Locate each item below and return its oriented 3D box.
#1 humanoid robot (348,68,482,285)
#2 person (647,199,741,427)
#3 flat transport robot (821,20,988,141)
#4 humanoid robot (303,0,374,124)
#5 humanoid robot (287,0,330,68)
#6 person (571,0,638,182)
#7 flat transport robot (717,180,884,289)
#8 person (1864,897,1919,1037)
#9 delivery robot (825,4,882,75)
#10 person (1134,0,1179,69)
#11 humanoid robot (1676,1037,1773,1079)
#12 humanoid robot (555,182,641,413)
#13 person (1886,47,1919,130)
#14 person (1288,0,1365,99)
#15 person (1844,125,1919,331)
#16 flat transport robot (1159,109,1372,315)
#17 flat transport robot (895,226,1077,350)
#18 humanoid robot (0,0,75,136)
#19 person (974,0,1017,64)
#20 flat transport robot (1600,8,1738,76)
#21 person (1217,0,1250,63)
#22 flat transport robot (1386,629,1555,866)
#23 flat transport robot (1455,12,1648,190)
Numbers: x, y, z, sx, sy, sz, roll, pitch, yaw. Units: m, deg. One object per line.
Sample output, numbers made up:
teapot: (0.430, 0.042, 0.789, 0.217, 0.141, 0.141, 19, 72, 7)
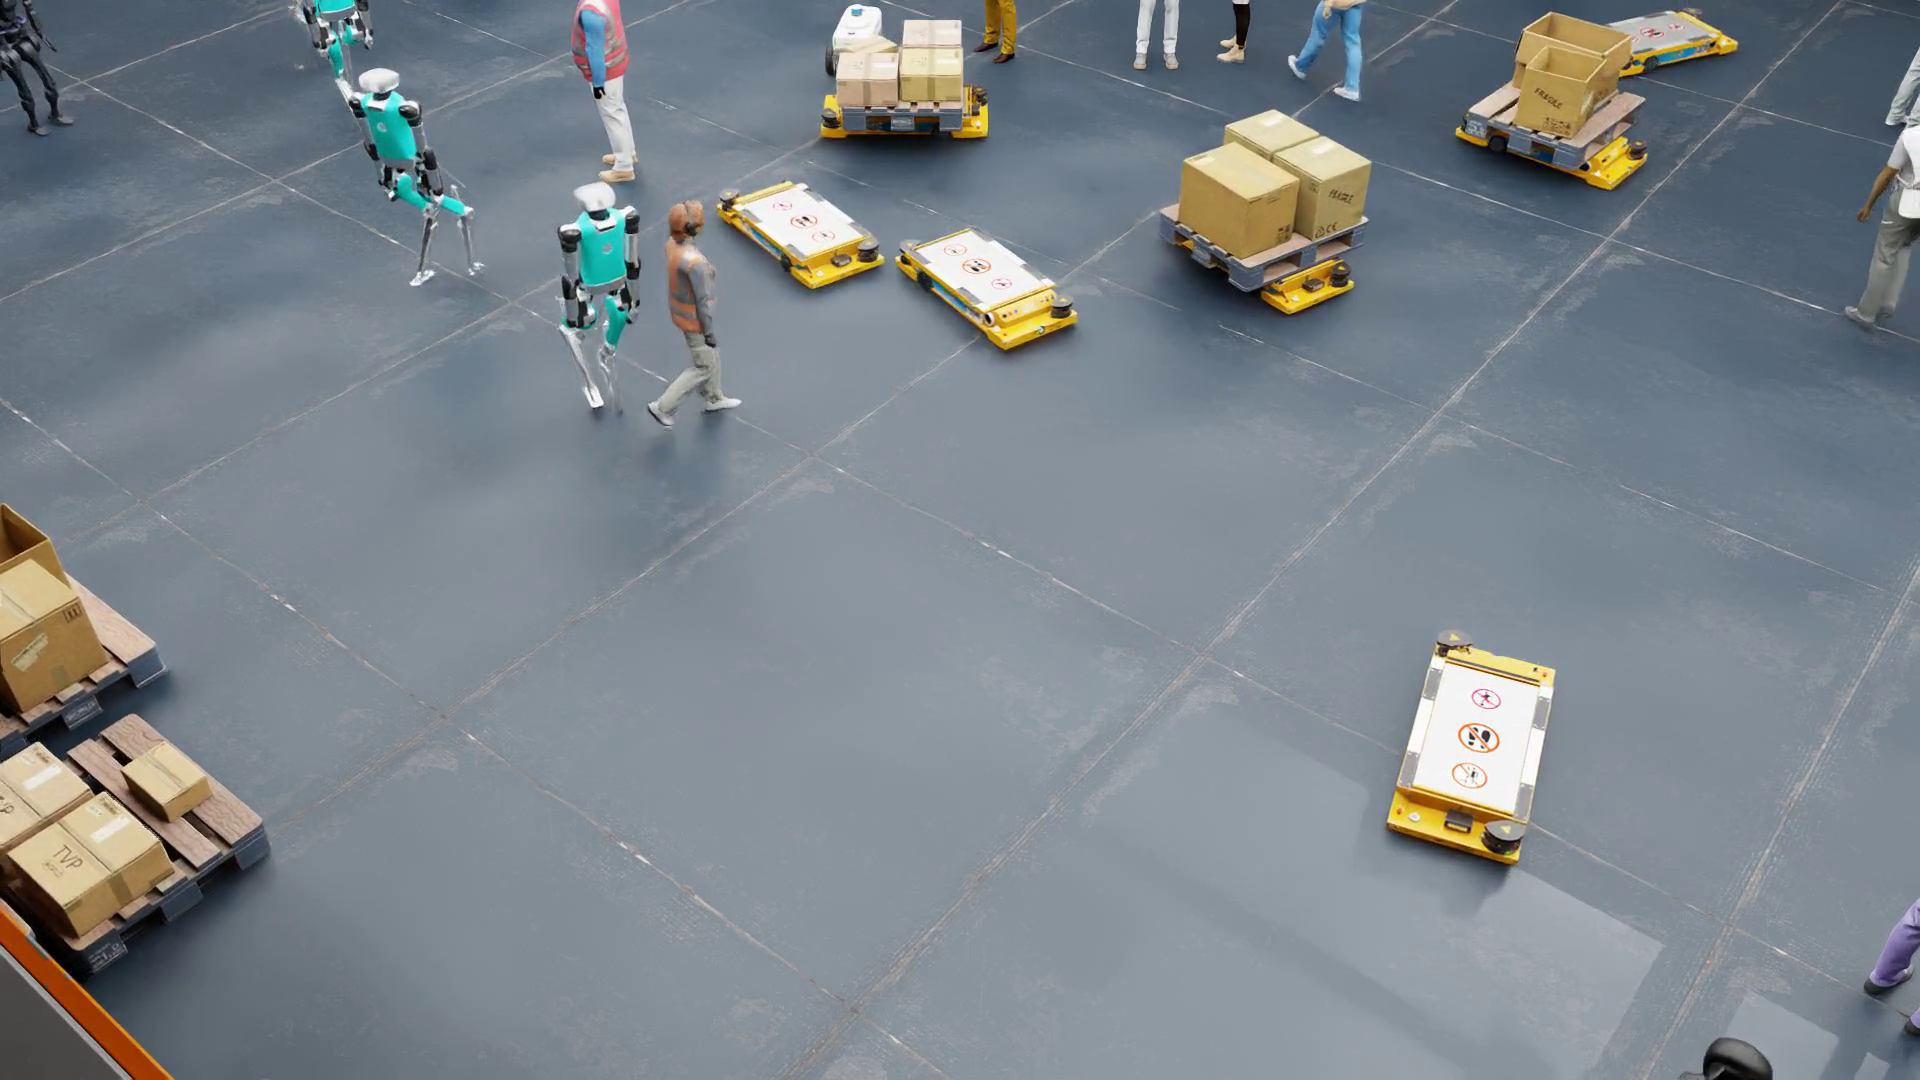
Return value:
humanoid robot: (-3.891, -2.673, 12.113, 0.531, 1.795, 0.802, 12, 42, 13)
person: (-1.771, -1.418, 10.699, 0.562, 1.622, 0.527, -13, 42, -15)
flat transport robot: (-0.475, -3.726, 14.461, 1.431, 0.231, 0.659, 0, 40, 0)
humanoid robot: (-5.334, -4.381, 14.141, 0.531, 1.777, 1.018, -23, 46, -25)
humanoid robot: (-5.926, -5.093, 15.021, 0.716, 1.904, 0.541, -18, 43, -20)
person: (-2.863, -3.771, 13.312, 0.432, 1.835, 0.630, 0, 40, 0)
flat transport robot: (-1.254, -2.411, 12.915, 0.659, 0.231, 1.431, -25, 46, -27)
person: (4.388, 1.458, 7.148, 0.373, 1.840, 0.568, -13, 42, -15)
delivery robot: (-0.940, -4.614, 15.269, 0.499, 0.574, 0.740, 6, 41, 7)
person: (1.837, -5.155, 14.896, 0.571, 1.884, 0.356, 0, 40, 0)
humanoid robot: (2.692, 2.357, 6.237, 0.515, 1.642, 0.588, 23, 45, 24)
humanoid robot: (-2.398, -1.553, 10.834, 0.556, 1.846, 0.801, -26, 47, -28)
person: (8.266, -4.205, 13.896, 0.321, 1.731, 0.488, -9, 41, -10)
person: (3.331, -4.763, 14.592, 0.504, 1.672, 0.867, -20, 44, -22)
person: (6.634, -2.302, 11.583, 0.594, 1.819, 0.466, -1, 40, -1)
flat transport robot: (2.263, -2.191, 12.655, 0.659, 0.231, 1.431, -24, 46, -26)
flat transport robot: (0.177, -1.899, 12.312, 0.659, 0.231, 1.431, -24, 46, -26)
humanoid robot: (-7.905, -4.159, 13.886, 0.385, 1.634, 0.584, 16, 43, 18)
person: (0.337, -5.214, 15.072, 0.343, 1.750, 0.527, -24, 46, -25)
flat transport robot: (6.503, -4.656, 15.555, 1.431, 0.231, 0.659, -16, 43, -18)
person: (2.555, -5.190, 15.080, 0.316, 1.695, 0.541, 10, 41, 11)
flat transport robot: (2.736, 1.066, 8.824, 0.659, 0.231, 1.431, 15, 43, 17)
flat transport robot: (4.997, -3.377, 14.050, 1.431, 0.231, 0.659, 31, 49, 31)
